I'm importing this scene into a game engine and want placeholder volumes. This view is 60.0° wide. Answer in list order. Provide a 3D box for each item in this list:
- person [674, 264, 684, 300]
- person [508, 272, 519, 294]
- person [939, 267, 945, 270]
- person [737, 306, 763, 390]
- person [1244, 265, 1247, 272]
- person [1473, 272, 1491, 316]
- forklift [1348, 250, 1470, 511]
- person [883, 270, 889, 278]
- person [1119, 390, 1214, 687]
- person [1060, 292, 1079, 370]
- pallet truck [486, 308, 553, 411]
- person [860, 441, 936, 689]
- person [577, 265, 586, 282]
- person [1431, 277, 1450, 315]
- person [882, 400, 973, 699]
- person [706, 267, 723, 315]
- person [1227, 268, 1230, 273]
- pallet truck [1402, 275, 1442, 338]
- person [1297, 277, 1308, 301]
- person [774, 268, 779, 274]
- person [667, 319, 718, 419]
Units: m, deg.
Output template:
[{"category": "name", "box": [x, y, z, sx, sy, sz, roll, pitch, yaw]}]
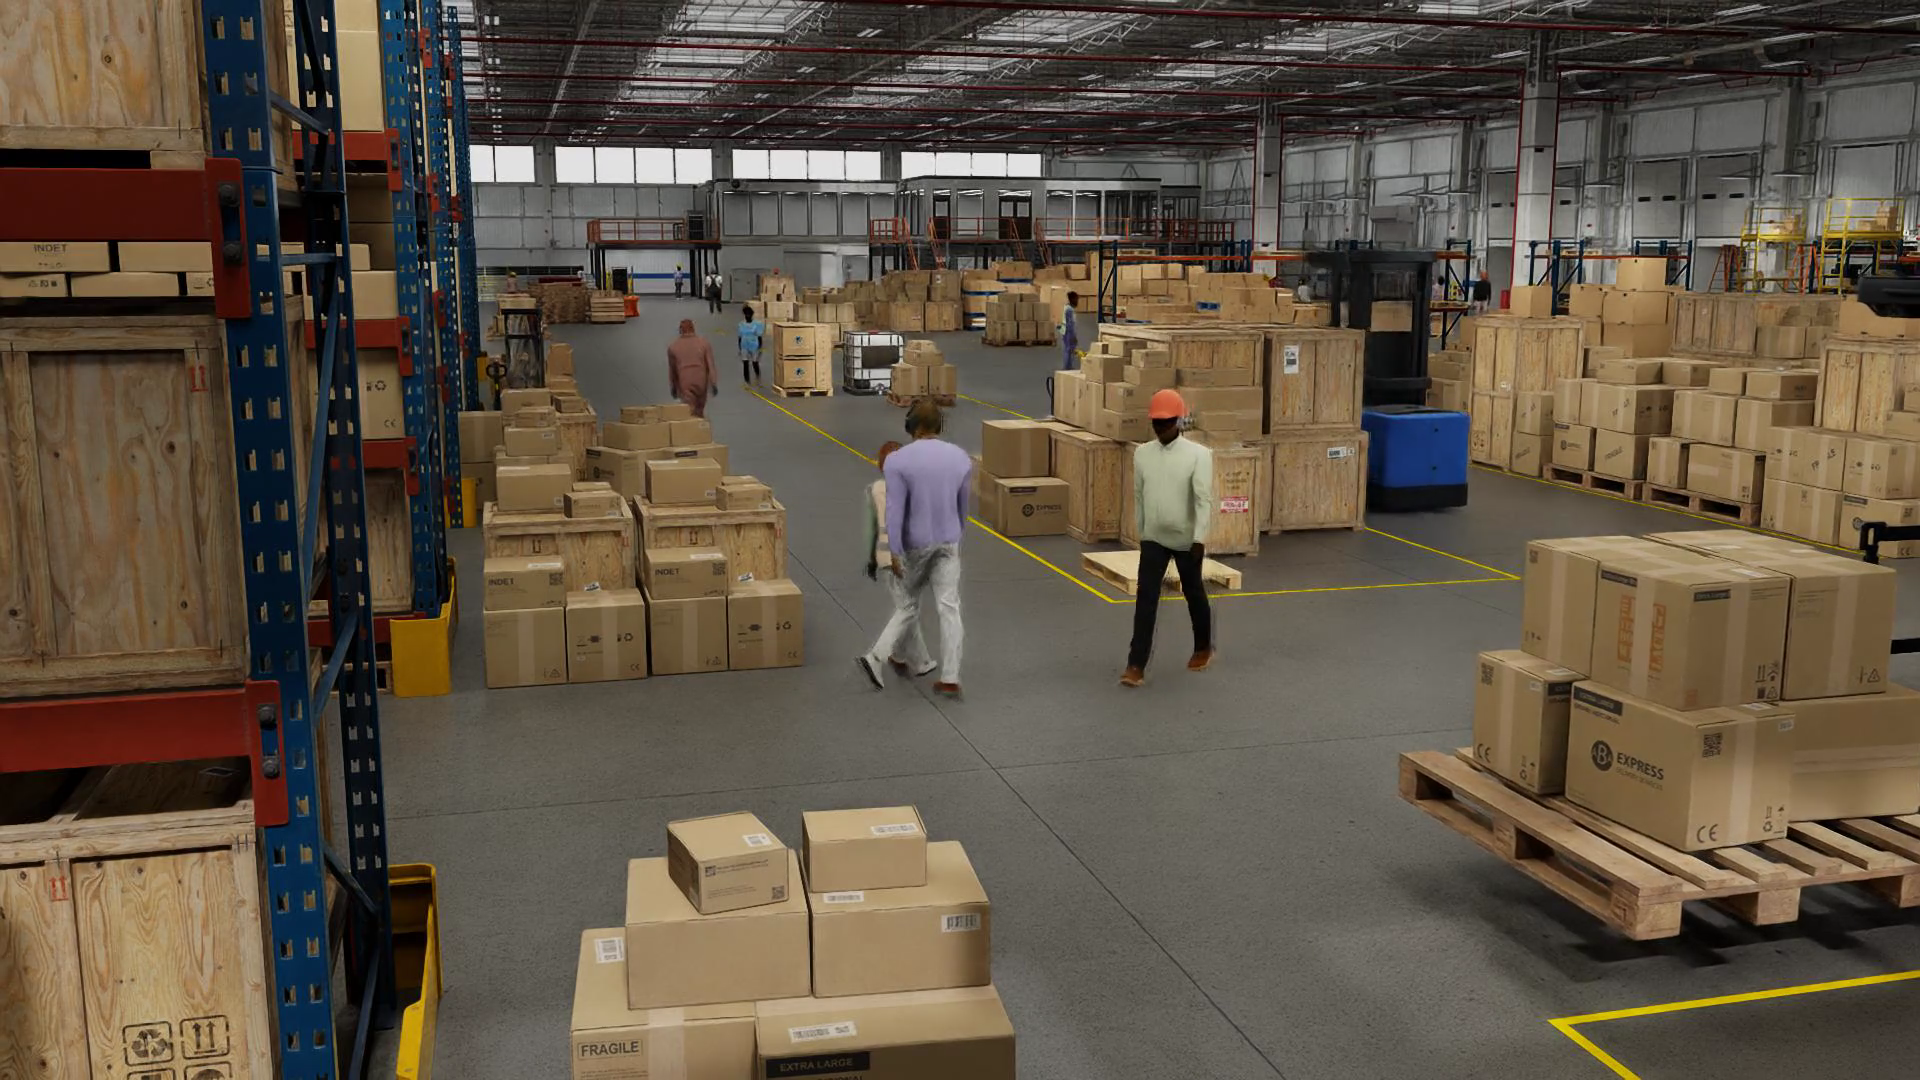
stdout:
[{"category": "person", "box": [-15.165, -13.930, 89.754, 0.373, 1.924, 0.594, 6, 12, 32]}, {"category": "person", "box": [-19.783, -11.015, 73.765, 0.537, 1.744, 0.703, 0, 10, 1]}, {"category": "person", "box": [-0.853, -10.166, 68.207, 0.718, 2.020, 0.629, 10, 14, 44]}, {"category": "person", "box": [-4.211, -3.862, 33.430, 0.540, 1.681, 0.468, 2, 10, 10]}, {"category": "person", "box": [13.498, -12.029, 78.792, 0.390, 1.995, 0.613, 1, 10, 3]}, {"category": "person", "box": [18.462, -8.485, 58.814, 0.640, 1.964, 0.794, 1, 10, 7]}, {"category": "forklift", "box": [4.765, -1.822, 18.490, 1.129, 2.768, 1.873, -3, 10, -16]}, {"category": "person", "box": [-2.898, -10.020, 67.645, 0.647, 1.911, 0.652, -4, 11, -19]}, {"category": "person", "box": [1.407, -0.025, 11.004, 0.624, 1.947, 1.052, 6, 12, 32]}, {"category": "person", "box": [2.385, -4.416, 36.034, 0.412, 1.883, 0.646, 2, 10, 9]}, {"category": "pallet truck", "box": [-6.242, -2.418, 24.362, 0.823, 1.965, 1.885, 1, 10, 3]}, {"category": "person", "box": [-0.416, 0.151, 10.929, 0.573, 1.593, 0.754, 7, 12, 36]}, {"category": "person", "box": [-19.707, -13.365, 86.672, 0.584, 1.882, 0.337, 8, 13, 38]}, {"category": "person", "box": [17.050, -8.432, 59.015, 0.629, 1.794, 0.953, 2, 10, 12]}, {"category": "person", "box": [-0.224, 0.036, 10.804, 0.622, 1.873, 1.048, -4, 11, -20]}, {"category": "person", "box": [-10.257, -10.430, 69.608, 0.705, 2.000, 1.043, 0, 10, 2]}, {"category": "person", "box": [13.137, -12.551, 82.305, 0.625, 1.805, 0.896, -10, 14, -44]}, {"category": "pallet truck", "box": [14.620, -7.324, 52.145, 0.823, 1.965, 1.885, 8, 13, 40]}, {"category": "person", "box": [11.590, -7.993, 56.440, 0.543, 1.817, 1.005, -7, 12, -33]}, {"category": "person", "box": [-7.905, -10.730, 71.602, 0.551, 1.935, 0.375, -4, 11, -22]}, {"category": "person", "box": [-3.803, -2.209, 23.633, 0.684, 1.852, 0.924, -2, 10, -14]}]
